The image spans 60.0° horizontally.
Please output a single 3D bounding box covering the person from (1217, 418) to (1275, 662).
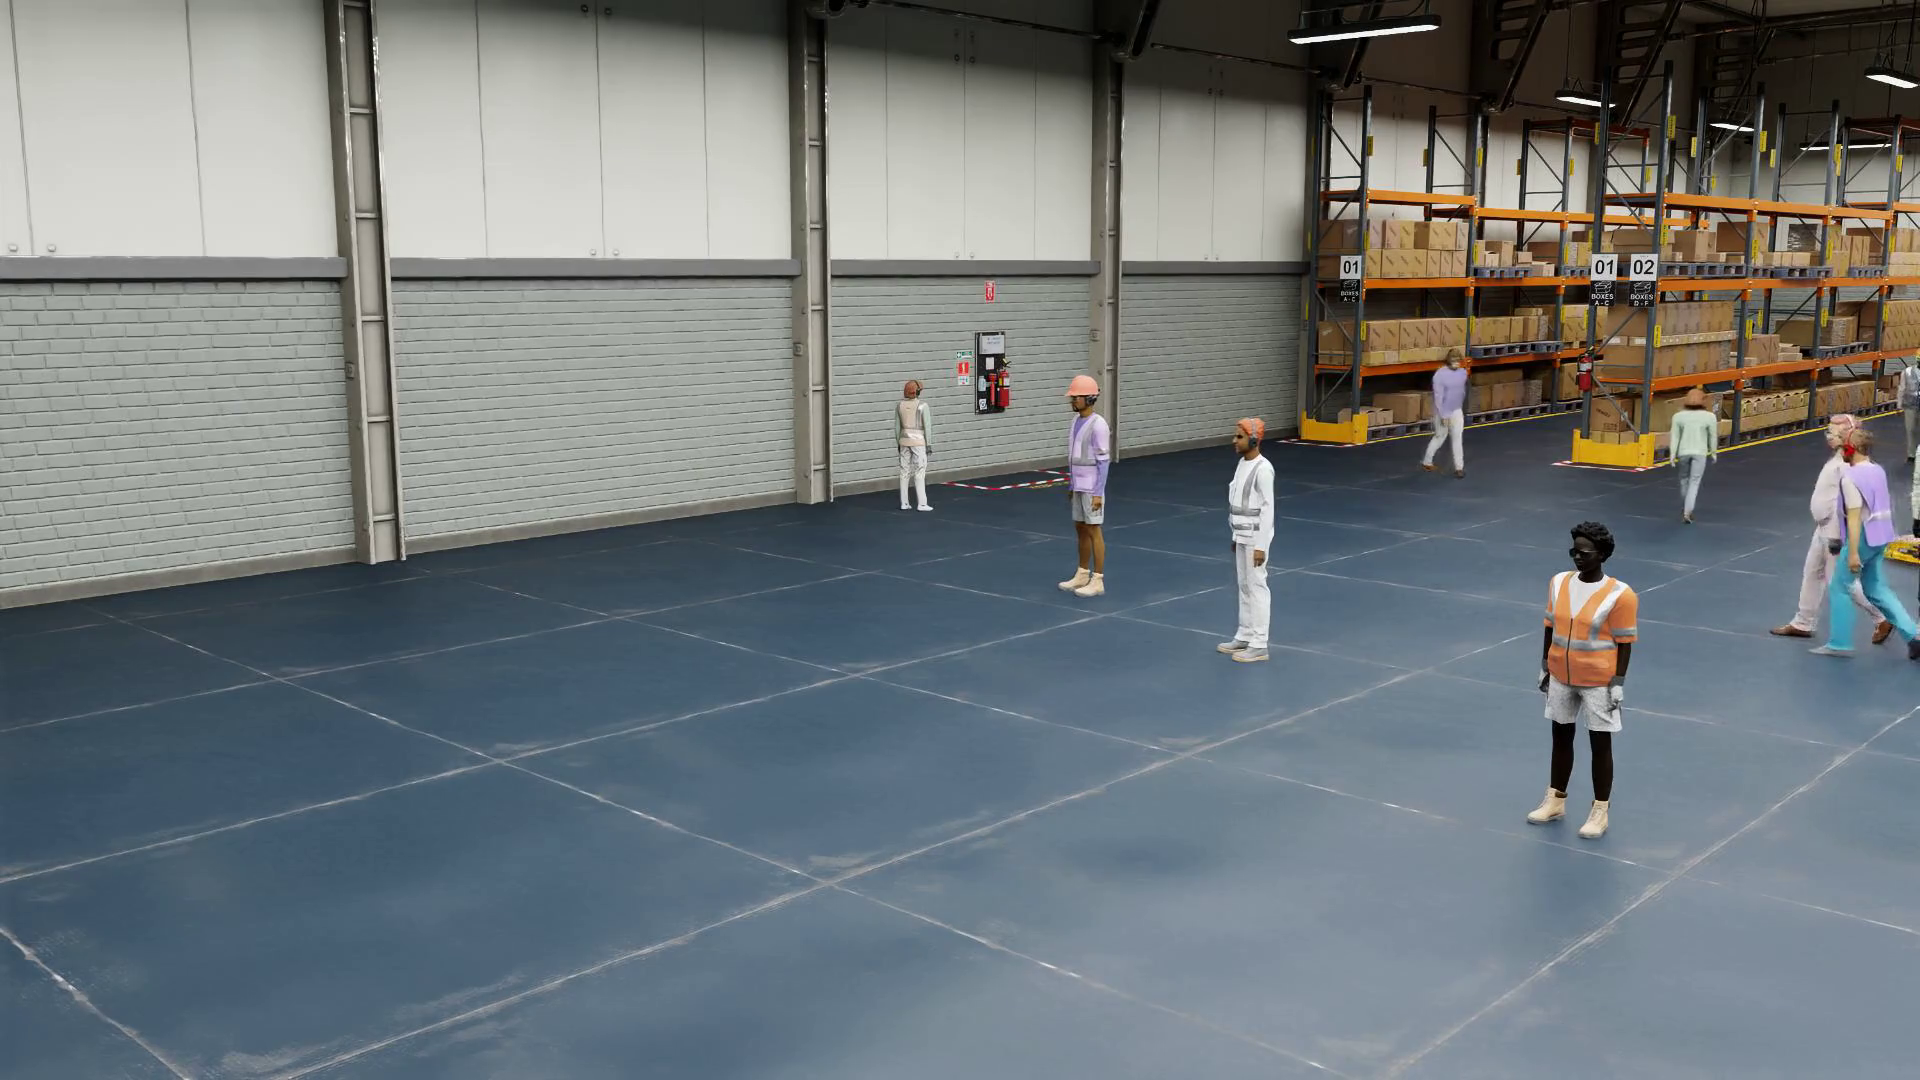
[{"bbox_3d":[2.239,-0.003,12.851,0.361,1.883,0.574,-1,9,-9],"label":"person"}]

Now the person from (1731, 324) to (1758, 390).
[{"bbox_3d":[15.772,-3.420,33.449,0.375,1.959,0.603,-6,11,-33],"label":"person"}]

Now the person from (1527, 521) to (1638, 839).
[{"bbox_3d":[3.336,0.737,8.902,0.320,1.698,0.531,-7,12,-36],"label":"person"}]

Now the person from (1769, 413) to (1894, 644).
[{"bbox_3d":[7.091,-0.084,13.359,0.819,1.876,0.657,3,10,16],"label":"person"}]

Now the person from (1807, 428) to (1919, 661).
[{"bbox_3d":[7.040,0.057,12.765,0.609,1.809,0.769,-8,12,-41],"label":"person"}]

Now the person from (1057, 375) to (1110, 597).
[{"bbox_3d":[1.151,-0.498,15.381,0.393,2.044,0.609,-4,10,-21],"label":"person"}]

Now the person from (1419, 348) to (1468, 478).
[{"bbox_3d":[7.075,-1.861,24.221,0.641,1.888,0.851,-3,10,-19],"label":"person"}]

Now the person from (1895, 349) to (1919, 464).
[{"bbox_3d":[14.766,-2.066,25.642,0.598,1.816,0.482,7,12,36],"label":"person"}]

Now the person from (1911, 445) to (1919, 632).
[{"bbox_3d":[8.268,-0.210,13.856,0.621,1.966,0.806,9,13,43],"label":"person"}]

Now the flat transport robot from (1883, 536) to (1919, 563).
[{"bbox_3d":[10.282,0.078,17.257,1.431,0.197,0.652,-3,10,-18],"label":"flat transport robot"}]

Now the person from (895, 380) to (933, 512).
[{"bbox_3d":[-0.578,-1.170,20.699,0.514,1.642,0.310,6,11,30],"label":"person"}]

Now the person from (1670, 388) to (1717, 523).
[{"bbox_3d":[8.748,-1.017,19.887,0.499,1.596,0.814,7,12,36],"label":"person"}]
